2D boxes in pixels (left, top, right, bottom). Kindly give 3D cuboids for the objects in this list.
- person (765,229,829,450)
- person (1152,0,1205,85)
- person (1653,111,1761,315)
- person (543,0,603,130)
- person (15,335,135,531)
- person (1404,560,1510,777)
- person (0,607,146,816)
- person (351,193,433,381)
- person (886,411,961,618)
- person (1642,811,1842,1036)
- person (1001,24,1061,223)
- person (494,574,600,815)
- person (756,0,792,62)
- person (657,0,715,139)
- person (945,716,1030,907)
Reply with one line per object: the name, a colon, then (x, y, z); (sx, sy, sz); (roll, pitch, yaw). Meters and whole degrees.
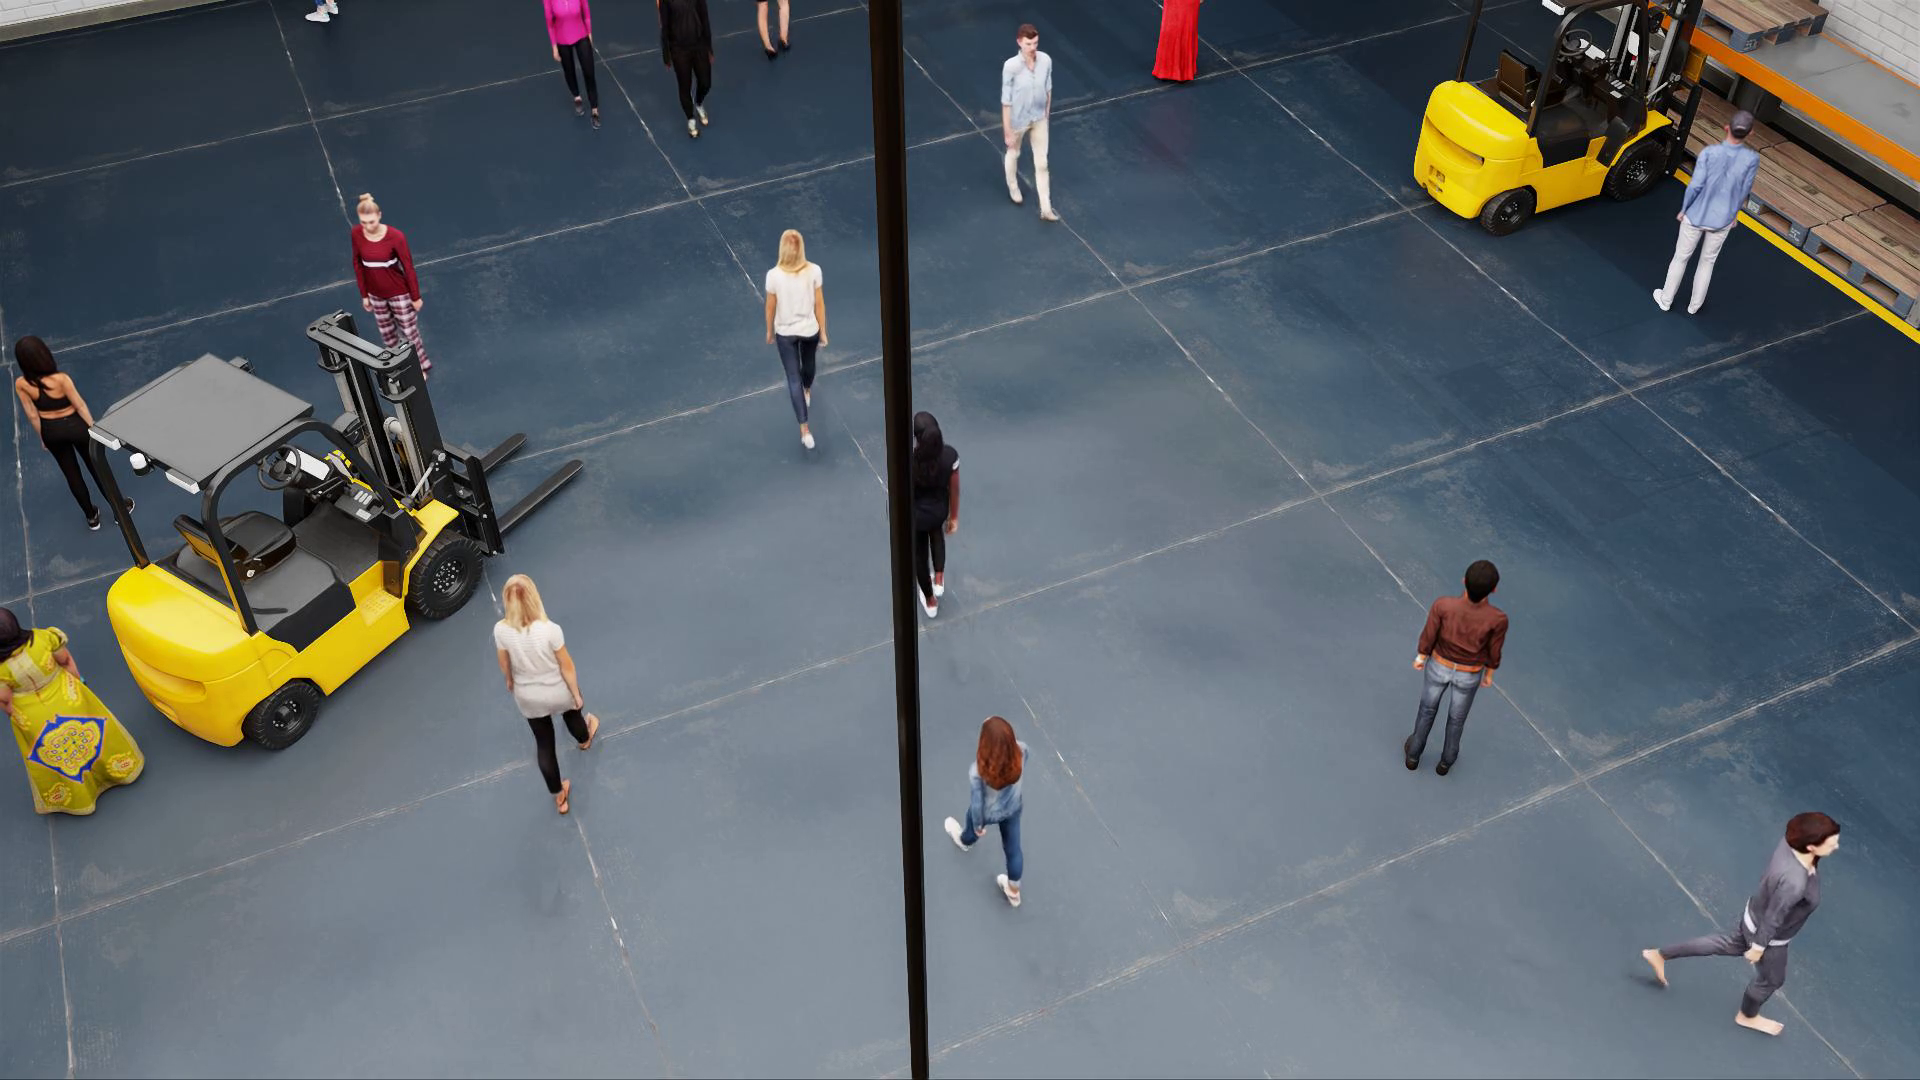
person: (-1.214, -1.501, 12.594); (0.744, 1.773, 1.174); (-11, 45, -11)
person: (2.228, -5.452, 16.744); (0.719, 1.779, 0.780); (14, 45, 15)
person: (6.211, -2.705, 13.774); (0.741, 1.888, 0.777); (9, 44, 10)
person: (-3.818, -4.925, 16.267); (0.678, 1.674, 0.926); (-10, 44, -10)
person: (-6.400, -0.764, 11.914); (0.593, 1.642, 0.550); (-11, 45, -11)
person: (3.030, 0.793, 10.179); (0.705, 1.782, 0.760); (13, 45, 14)
person: (-5.508, 1.002, 10.055); (0.946, 1.660, 0.971); (32, 52, 29)
person: (-4.510, -1.981, 13.147); (0.685, 1.704, 0.660); (2, 44, 2)
person: (-0.218, -0.128, 11.195); (0.655, 1.713, 0.681); (-11, 45, -12)
person: (4.239, 2.024, 8.915); (1.108, 1.743, 1.040); (15, 46, 15)
person: (0.560, -3.824, 15.005); (0.743, 1.811, 1.145); (-14, 45, -14)
person: (-2.506, 0.974, 9.979); (0.886, 1.796, 1.088); (0, 44, 0)
person: (-2.029, -5.710, 17.094); (0.699, 1.660, 0.758); (14, 45, 14)
person: (-2.640, -4.786, 16.024); (0.670, 1.797, 0.678); (-14, 45, -14)
person: (0.259, 1.585, 9.590); (0.591, 1.449, 0.926); (-20, 47, -19)
